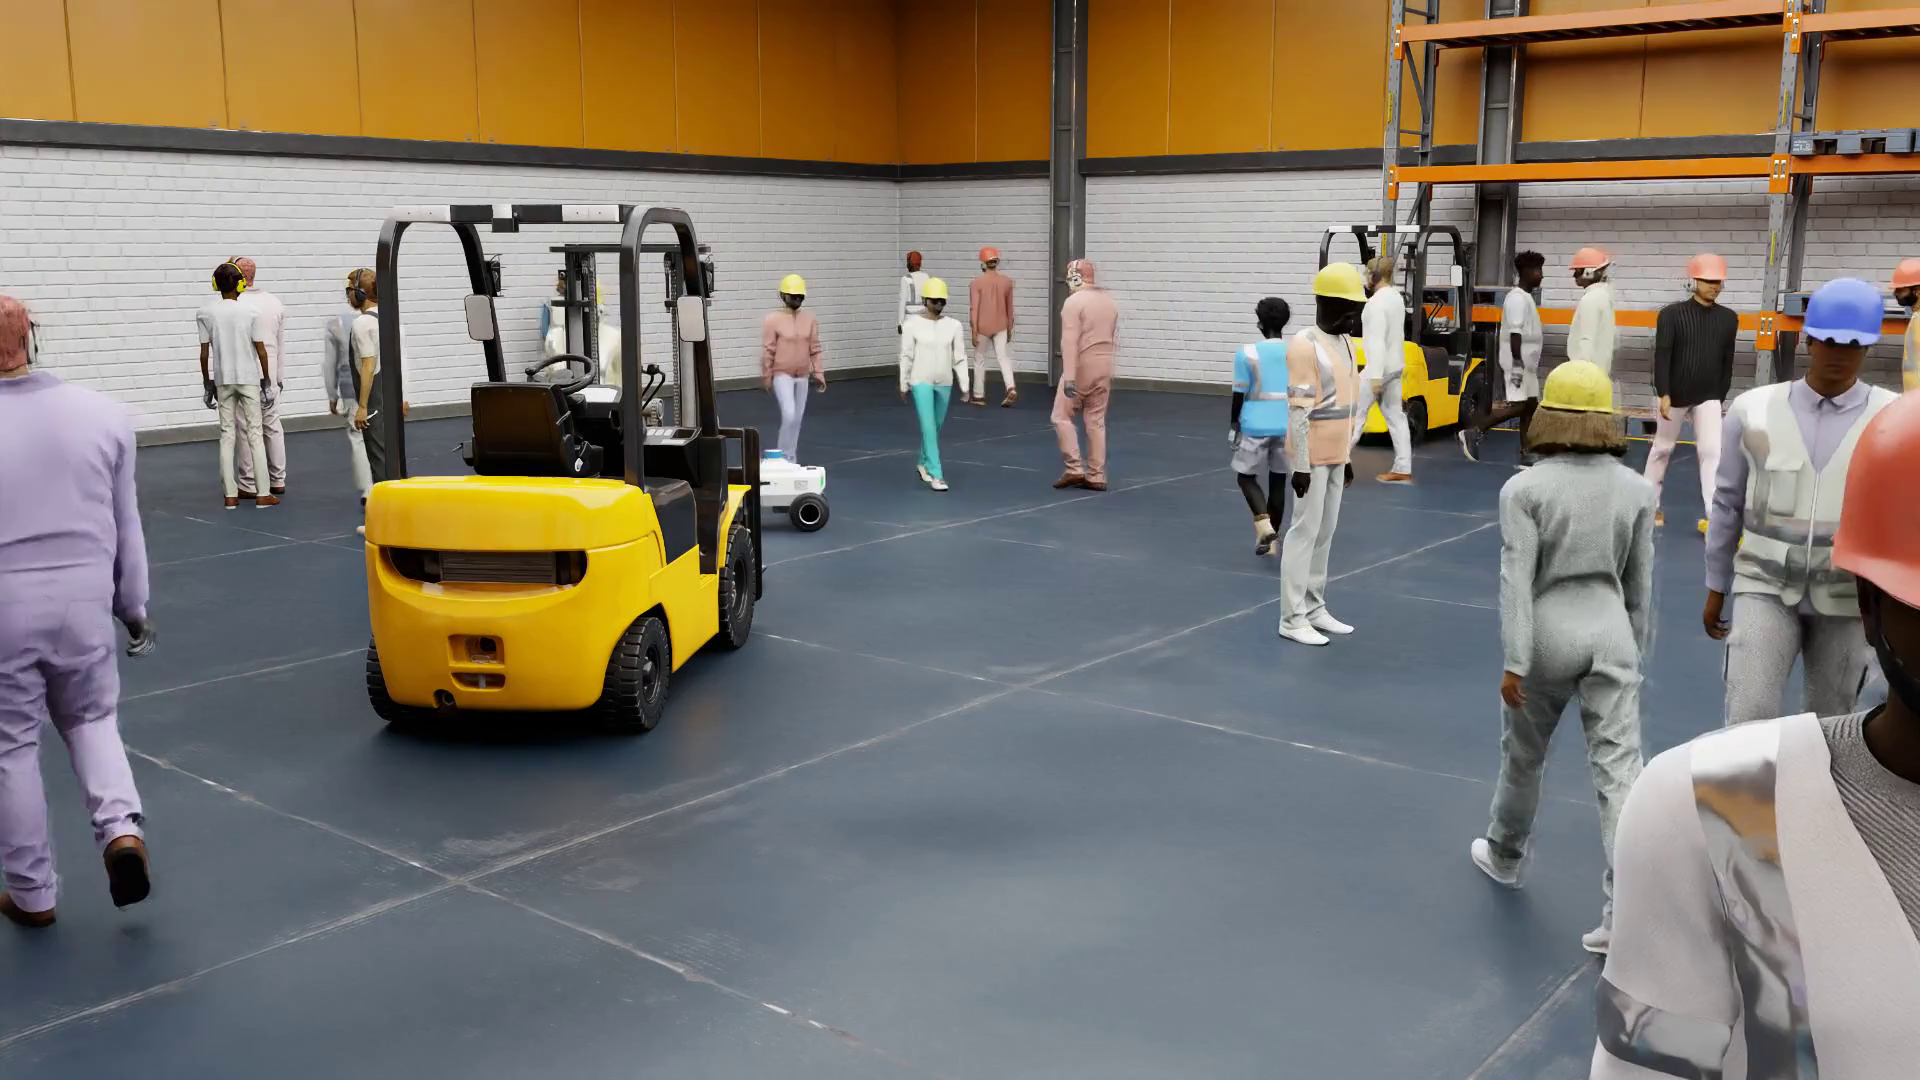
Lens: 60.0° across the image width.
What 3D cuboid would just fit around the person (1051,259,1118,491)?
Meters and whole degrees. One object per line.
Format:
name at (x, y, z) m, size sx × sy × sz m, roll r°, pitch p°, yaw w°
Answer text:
person at (0.995, -1.341, 13.571) m, size 0.546 × 1.878 × 0.686 m, roll 9°, pitch 14°, yaw 42°

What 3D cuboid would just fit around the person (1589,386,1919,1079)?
person at (0.863, 0.802, 1.545) m, size 0.552 × 1.934 × 0.373 m, roll 2°, pitch 10°, yaw 11°

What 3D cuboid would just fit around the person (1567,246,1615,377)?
person at (5.083, -1.391, 13.559) m, size 0.444 × 1.977 × 0.628 m, roll 6°, pitch 12°, yaw 31°

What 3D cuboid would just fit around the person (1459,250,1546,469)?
person at (4.902, -1.585, 14.732) m, size 0.729 × 1.950 × 0.618 m, roll 6°, pitch 12°, yaw 29°

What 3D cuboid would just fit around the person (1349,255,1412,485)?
person at (3.396, -1.417, 13.942) m, size 0.954 × 1.896 × 0.650 m, roll 7°, pitch 12°, yaw 33°

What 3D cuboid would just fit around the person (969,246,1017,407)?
person at (0.409, -2.603, 20.334) m, size 0.621 × 1.964 × 0.956 m, roll -4°, pitch 11°, yaw -23°

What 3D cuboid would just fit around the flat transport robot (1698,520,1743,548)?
flat transport robot at (5.776, -0.087, 11.087) m, size 1.431 × 0.197 × 0.652 m, roll 1°, pitch 10°, yaw 5°

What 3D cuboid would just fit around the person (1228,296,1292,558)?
person at (1.981, -0.693, 10.518) m, size 0.547 × 1.682 × 0.486 m, roll -1°, pitch 10°, yaw -8°

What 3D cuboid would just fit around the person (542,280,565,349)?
person at (-4.582, -2.275, 19.461) m, size 0.681 × 1.624 × 0.424 m, roll 2°, pitch 10°, yaw 9°

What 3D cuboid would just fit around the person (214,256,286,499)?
person at (-5.628, -1.279, 13.147) m, size 0.407 × 1.913 × 0.641 m, roll 5°, pitch 11°, yaw 26°

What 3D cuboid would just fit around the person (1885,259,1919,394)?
person at (6.746, -0.998, 11.609) m, size 0.636 × 1.905 × 0.566 m, roll 6°, pitch 12°, yaw 32°

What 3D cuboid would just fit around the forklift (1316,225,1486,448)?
forklift at (4.449, -2.115, 16.993) m, size 1.214 × 2.155 × 2.313 m, roll 8°, pitch 13°, yaw 38°

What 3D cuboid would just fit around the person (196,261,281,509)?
person at (-5.489, -1.167, 12.634) m, size 0.521 × 1.874 × 0.327 m, roll -1°, pitch 10°, yaw -8°

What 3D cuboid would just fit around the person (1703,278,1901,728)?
person at (2.627, 0.163, 5.124) m, size 0.642 × 1.916 × 0.696 m, roll 6°, pitch 12°, yaw 30°

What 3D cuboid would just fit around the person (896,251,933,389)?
person at (-0.627, -3.001, 22.770) m, size 0.588 × 1.884 × 0.391 m, roll -9°, pitch 13°, yaw -40°

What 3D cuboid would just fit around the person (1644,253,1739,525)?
person at (5.099, -1.006, 11.574) m, size 0.629 × 1.941 × 1.052 m, roll 0°, pitch 10°, yaw -2°

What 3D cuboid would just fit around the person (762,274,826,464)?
person at (-1.405, -1.378, 14.174) m, size 0.524 × 1.745 × 0.576 m, roll -8°, pitch 13°, yaw -39°

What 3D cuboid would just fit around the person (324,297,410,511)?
person at (-4.523, -1.133, 12.696) m, size 0.613 × 1.783 × 0.925 m, roll -3°, pitch 11°, yaw -17°

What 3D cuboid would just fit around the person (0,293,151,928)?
person at (-2.698, 0.227, 4.851) m, size 0.668 × 1.889 × 0.506 m, roll -10°, pitch 14°, yaw -44°

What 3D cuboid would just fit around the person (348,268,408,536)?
person at (-4.029, -0.946, 11.482) m, size 0.327 × 1.844 × 0.514 m, roll 1°, pitch 10°, yaw 5°

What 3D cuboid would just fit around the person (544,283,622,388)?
person at (-2.298, -0.722, 10.301) m, size 0.615 × 1.819 × 0.475 m, roll 3°, pitch 11°, yaw 15°

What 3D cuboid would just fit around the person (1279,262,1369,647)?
person at (1.857, -0.436, 8.436) m, size 0.386 × 1.922 × 0.594 m, roll 7°, pitch 13°, yaw 35°

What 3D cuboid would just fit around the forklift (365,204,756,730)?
forklift at (-1.766, -0.406, 7.525) m, size 1.214 × 2.155 × 2.313 m, roll 1°, pitch 10°, yaw 7°

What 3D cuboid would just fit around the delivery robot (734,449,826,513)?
delivery robot at (-1.309, -0.396, 11.752) m, size 0.707 × 0.478 × 0.477 m, roll -1°, pitch 10°, yaw -7°

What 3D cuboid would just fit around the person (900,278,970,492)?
person at (-0.227, -1.294, 13.746) m, size 0.537 × 1.727 × 0.887 m, roll -4°, pitch 11°, yaw -21°

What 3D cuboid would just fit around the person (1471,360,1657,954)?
person at (1.815, 0.322, 4.896) m, size 0.492 × 1.687 × 0.947 m, roll -1°, pitch 10°, yaw -4°
